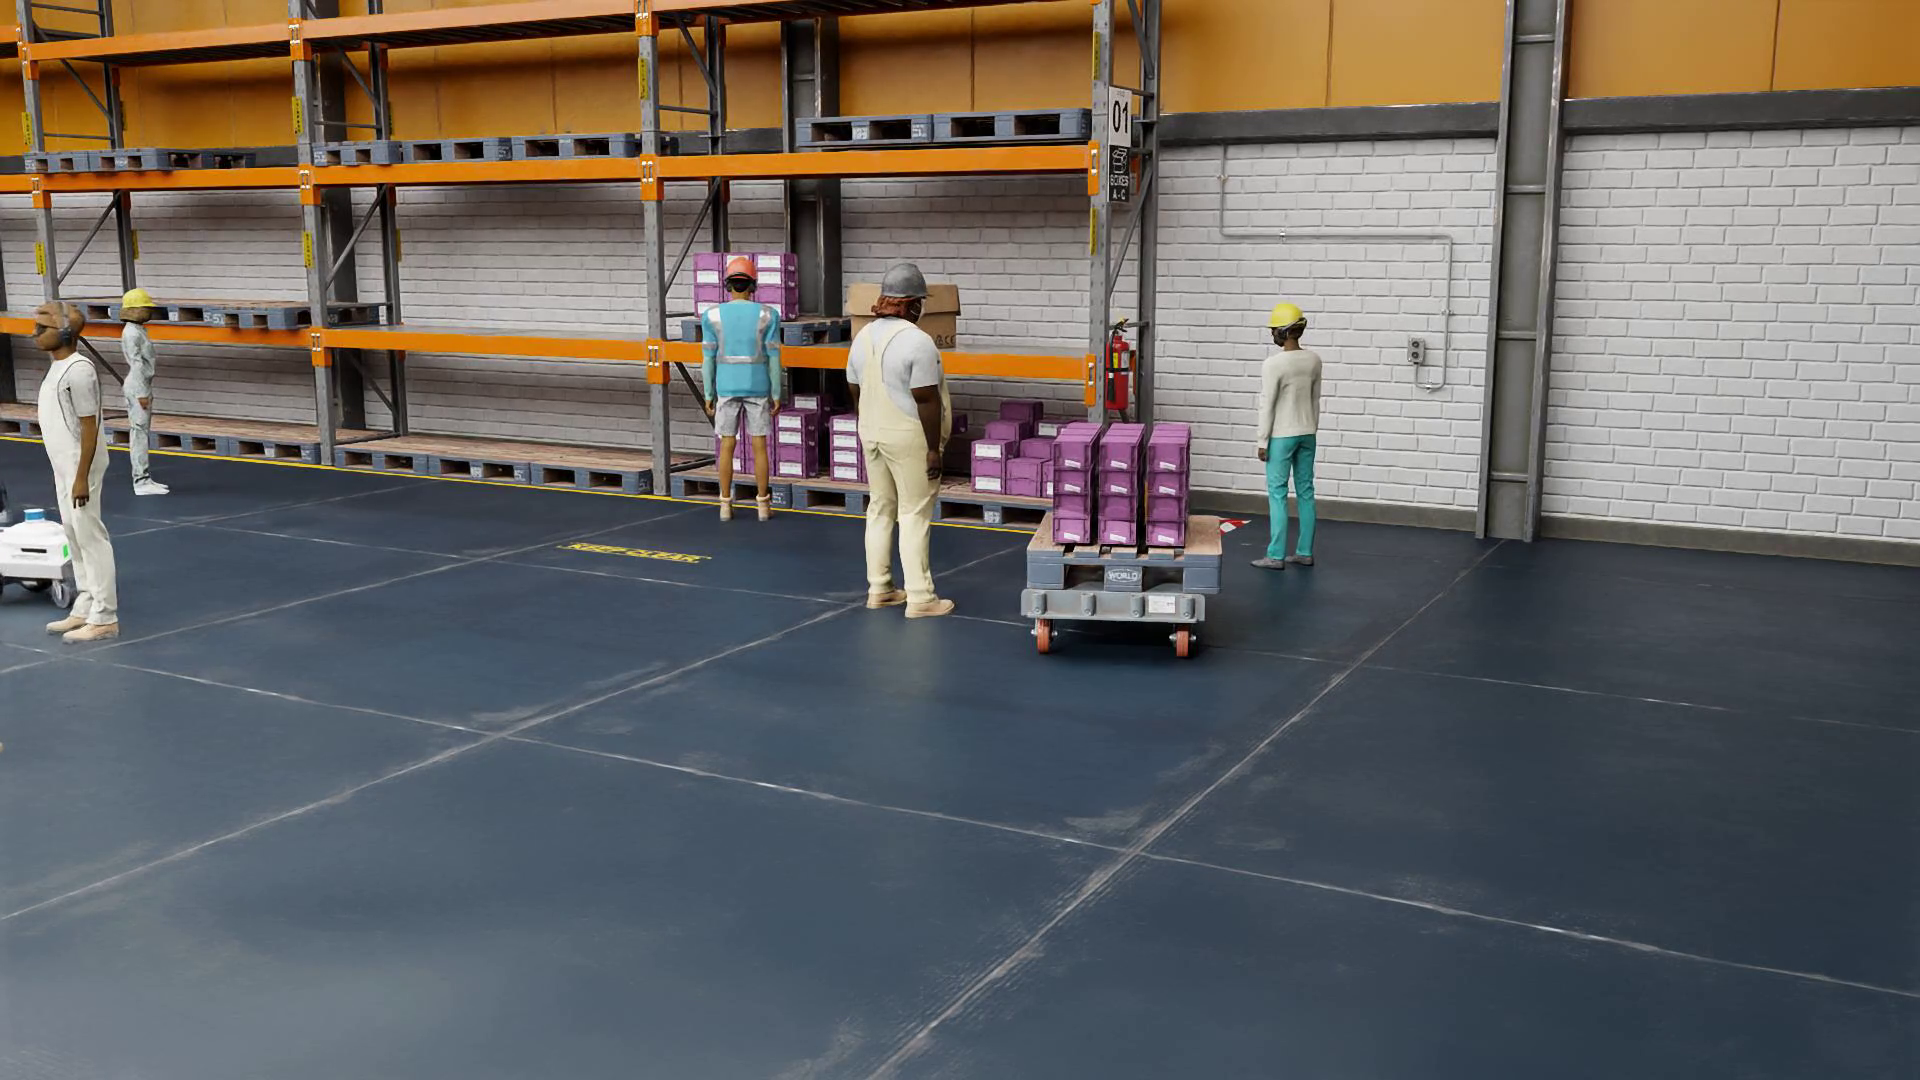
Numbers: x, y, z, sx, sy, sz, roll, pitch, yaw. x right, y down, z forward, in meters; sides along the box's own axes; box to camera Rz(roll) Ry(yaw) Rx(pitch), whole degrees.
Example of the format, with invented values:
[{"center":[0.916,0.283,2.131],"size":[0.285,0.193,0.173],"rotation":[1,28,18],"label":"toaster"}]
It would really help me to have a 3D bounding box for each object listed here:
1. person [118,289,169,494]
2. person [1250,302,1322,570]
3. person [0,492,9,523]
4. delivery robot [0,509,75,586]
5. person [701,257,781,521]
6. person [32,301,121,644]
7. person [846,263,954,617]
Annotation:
[{"center":[-6.977,-1.263,14.210],"size":[0.299,1.745,0.483],"rotation":[-5,11,-24],"label":"person"},{"center":[2.154,-0.678,10.974],"size":[0.524,1.761,0.340],"rotation":[-7,12,-33],"label":"person"},{"center":[-7.642,-0.990,12.482],"size":[0.786,1.820,0.656],"rotation":[-7,12,-33],"label":"person"},{"center":[-5.531,0.057,9.976],"size":[0.707,0.478,0.477],"rotation":[2,11,13],"label":"delivery robot"},{"center":[-1.679,-1.157,12.843],"size":[0.608,2.035,0.406],"rotation":[0,10,-3],"label":"person"},{"center":[-4.807,-0.365,9.013],"size":[0.345,1.846,0.508],"rotation":[-9,14,-41],"label":"person"},{"center":[-0.300,-0.582,9.665],"size":[0.538,2.000,0.688],"rotation":[-9,14,-42],"label":"person"}]
